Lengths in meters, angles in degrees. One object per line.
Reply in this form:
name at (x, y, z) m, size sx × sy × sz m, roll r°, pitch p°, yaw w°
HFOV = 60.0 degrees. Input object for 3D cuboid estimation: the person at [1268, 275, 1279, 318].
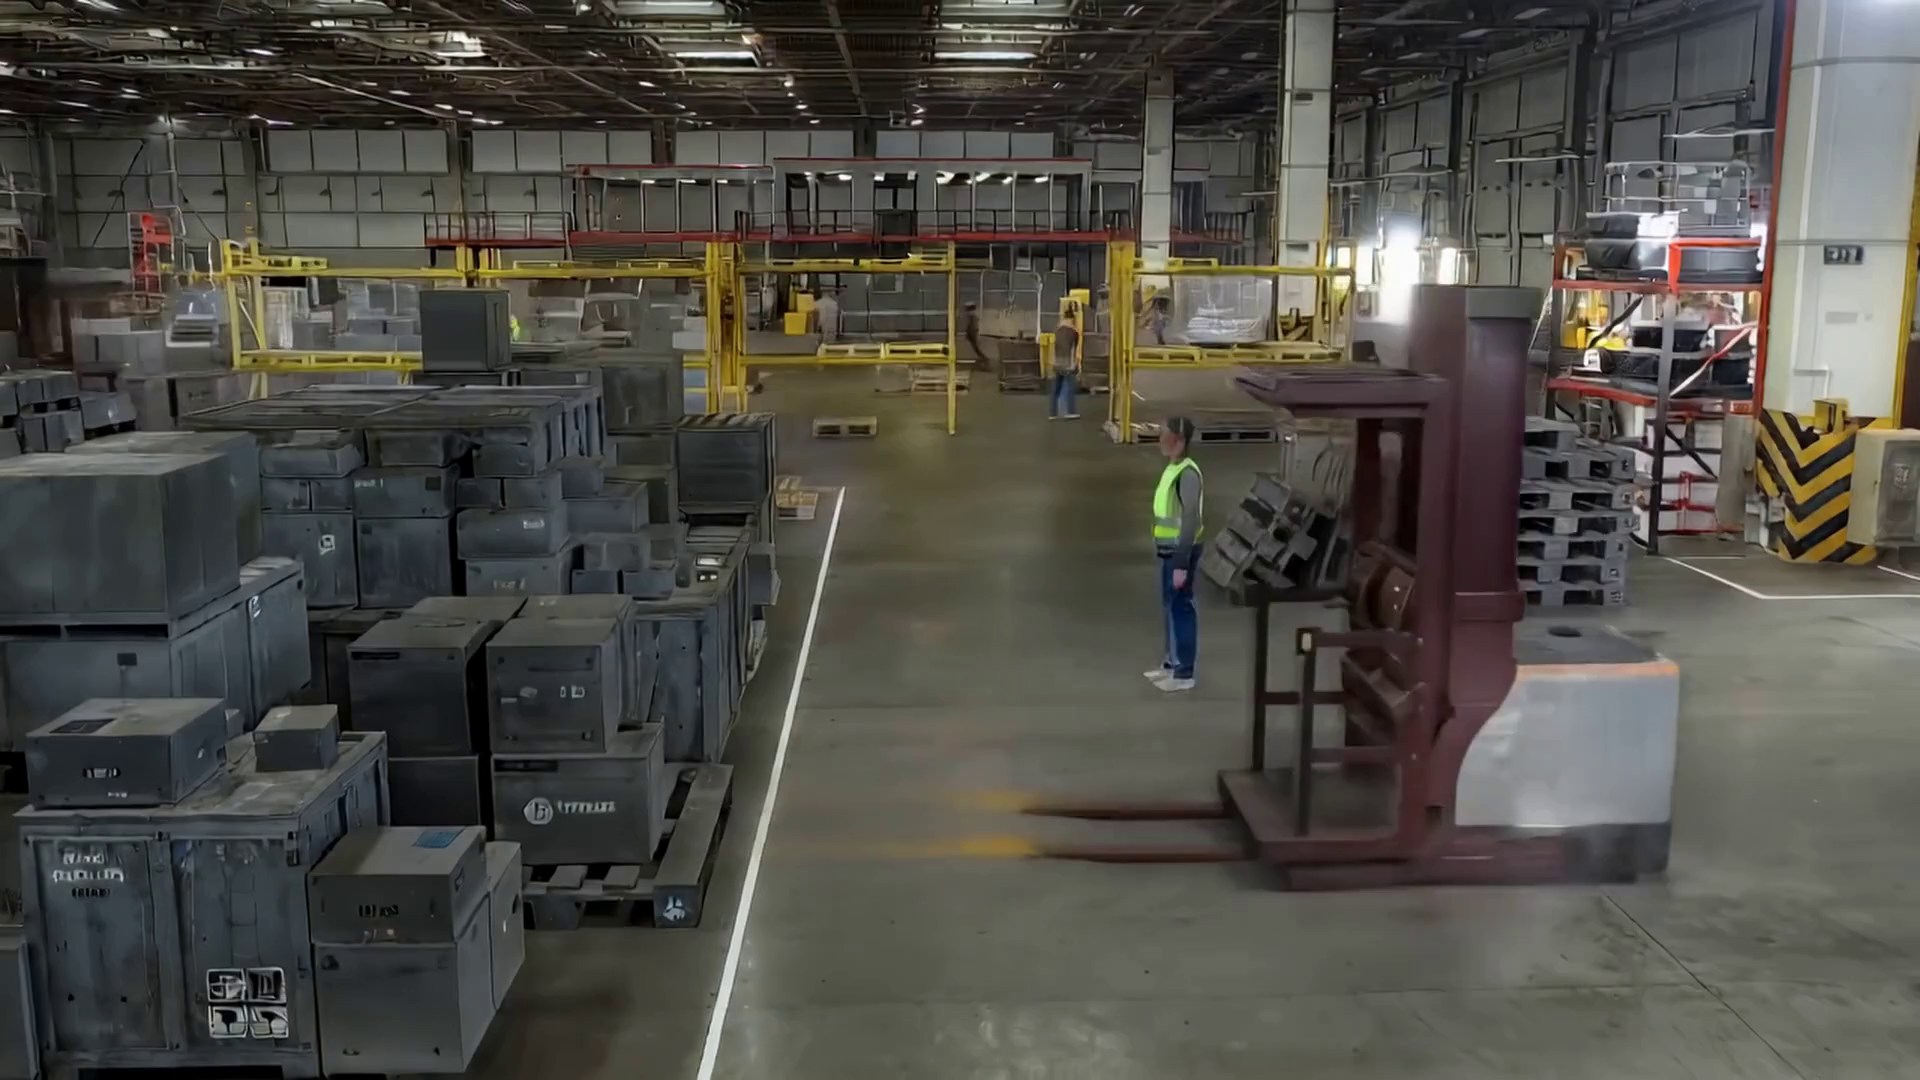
person at (11.777, -9.016, 61.904) m, size 0.617 × 1.908 × 0.468 m, roll 0°, pitch 10°, yaw 0°

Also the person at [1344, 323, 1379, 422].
person at (6.798, -2.823, 28.065) m, size 0.560 × 1.657 × 0.742 m, roll -2°, pitch 10°, yaw -10°

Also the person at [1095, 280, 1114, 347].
person at (4.146, -6.489, 47.762) m, size 0.635 × 1.927 × 0.516 m, roll -7°, pitch 13°, yaw -35°

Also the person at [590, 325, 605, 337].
person at (-4.881, -1.939, 22.502) m, size 0.591 × 1.909 × 0.409 m, roll 0°, pitch 10°, yaw 1°

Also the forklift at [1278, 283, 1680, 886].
forklift at (2.428, 0.159, 8.094) m, size 1.873 × 2.768 × 1.129 m, roll 0°, pitch 10°, yaw -2°

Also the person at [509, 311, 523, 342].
person at (-7.959, -3.144, 29.462) m, size 0.402 × 1.820 × 0.504 m, roll 10°, pitch 14°, yaw 43°

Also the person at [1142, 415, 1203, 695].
person at (1.454, 0.098, 11.218) m, size 0.356 × 1.883 × 0.574 m, roll -1°, pitch 10°, yaw -4°

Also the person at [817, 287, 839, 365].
person at (-3.244, -5.281, 41.045) m, size 0.624 × 1.926 × 0.424 m, roll 6°, pitch 12°, yaw 30°

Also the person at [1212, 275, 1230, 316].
person at (9.813, -9.026, 62.263) m, size 0.636 × 1.797 × 0.907 m, roll -8°, pitch 13°, yaw -38°

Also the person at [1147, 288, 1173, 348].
person at (5.251, -5.762, 44.089) m, size 0.658 × 1.795 × 0.931 m, roll -5°, pitch 11°, yaw -24°

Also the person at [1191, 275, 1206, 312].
person at (10.223, -10.748, 71.369) m, size 0.623 × 1.983 × 0.413 m, roll 3°, pitch 11°, yaw 18°

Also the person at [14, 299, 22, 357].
person at (-18.364, -3.751, 32.217) m, size 0.696 × 2.000 × 0.537 m, roll 4°, pitch 11°, yaw 21°

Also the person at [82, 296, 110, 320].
person at (-21.445, -5.355, 41.324) m, size 0.607 × 1.987 × 0.409 m, roll -5°, pitch 11°, yaw -26°

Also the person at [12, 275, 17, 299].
person at (-39.382, -10.445, 69.603) m, size 0.632 × 2.003 × 0.863 m, roll -4°, pitch 11°, yaw -22°

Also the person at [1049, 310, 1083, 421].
person at (1.810, -2.963, 28.256) m, size 0.736 × 1.875 × 0.887 m, roll 8°, pitch 13°, yaw 38°

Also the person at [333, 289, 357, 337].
person at (-15.115, -5.225, 40.868) m, size 0.557 × 1.893 × 1.013 m, roll 0°, pitch 10°, yaw 0°

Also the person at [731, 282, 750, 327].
person at (-6.361, -6.513, 48.102) m, size 0.542 × 1.889 × 0.981 m, roll -5°, pitch 11°, yaw -27°

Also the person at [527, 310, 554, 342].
person at (-7.466, -3.220, 29.890) m, size 0.537 × 1.827 × 0.818 m, roll 1°, pitch 10°, yaw 4°

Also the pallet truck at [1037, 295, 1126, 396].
pallet truck at (2.483, -3.881, 33.060) m, size 1.885 × 1.965 × 0.823 m, roll -7°, pitch 13°, yaw -36°

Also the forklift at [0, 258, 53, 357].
forklift at (-11.862, -2.170, 21.070) m, size 1.873 × 2.768 × 1.129 m, roll 0°, pitch 10°, yaw -2°

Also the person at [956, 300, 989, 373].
person at (0.253, -4.712, 38.545) m, size 0.937 × 1.691 × 0.500 m, roll 1°, pitch 10°, yaw 4°

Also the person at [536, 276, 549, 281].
person at (-17.363, -10.293, 69.193) m, size 0.579 × 1.857 × 0.828 m, roll -7°, pitch 12°, yaw -33°
